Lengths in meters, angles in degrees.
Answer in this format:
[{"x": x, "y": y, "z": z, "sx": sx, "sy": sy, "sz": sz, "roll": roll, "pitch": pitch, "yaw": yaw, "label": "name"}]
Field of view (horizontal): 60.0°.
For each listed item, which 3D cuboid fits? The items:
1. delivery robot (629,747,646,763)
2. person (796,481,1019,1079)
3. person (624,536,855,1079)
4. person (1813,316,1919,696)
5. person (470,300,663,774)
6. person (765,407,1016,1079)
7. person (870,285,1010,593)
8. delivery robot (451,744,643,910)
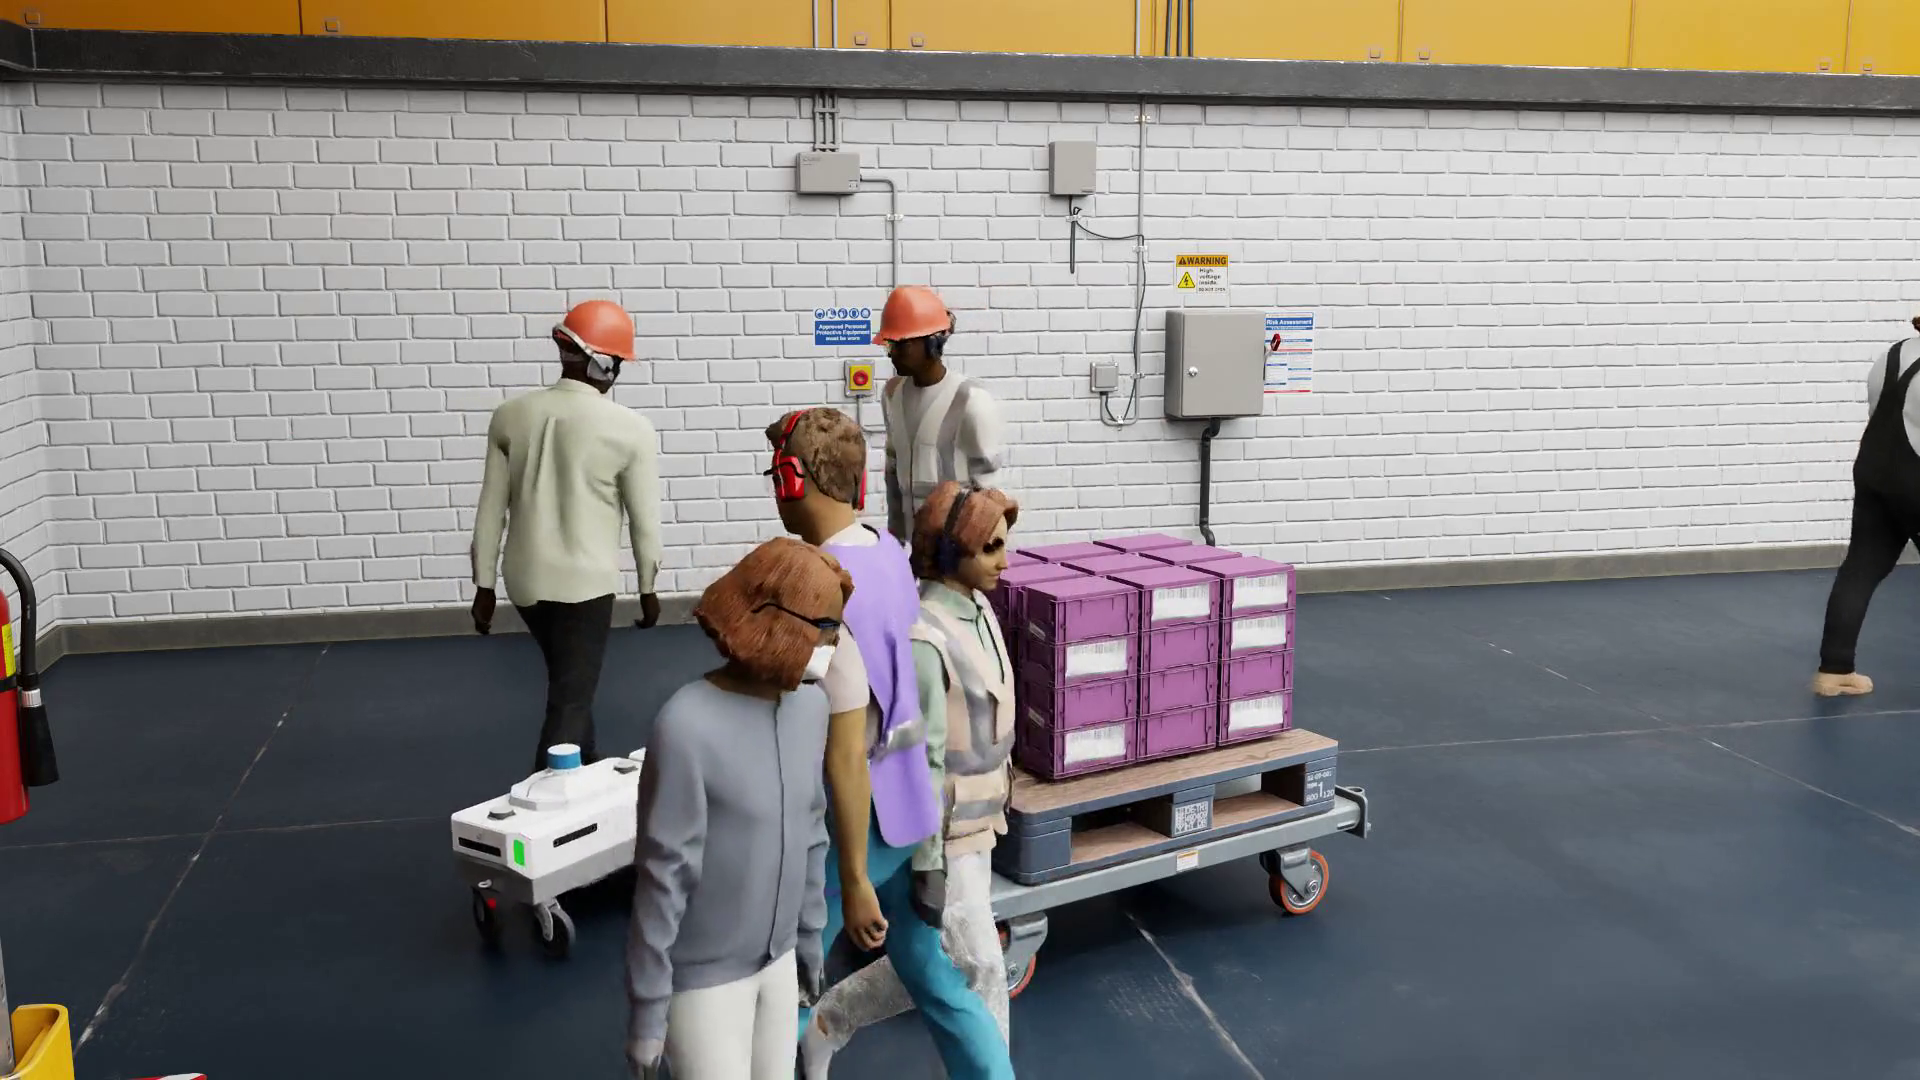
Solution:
[{"x": -0.810, "y": 0.776, "z": 5.789, "sx": 0.477, "sy": 0.478, "sz": 0.707, "roll": 7, "pitch": 12, "yaw": 33, "label": "delivery robot"}, {"x": -0.093, "y": 0.658, "z": 3.786, "sx": 0.644, "sy": 1.614, "sz": 0.524, "roll": 3, "pitch": 11, "yaw": 14, "label": "person"}, {"x": -0.450, "y": 0.787, "z": 3.034, "sx": 0.454, "sy": 1.610, "sz": 0.566, "roll": 6, "pitch": 12, "yaw": 29, "label": "person"}, {"x": 4.508, "y": -0.259, "z": 7.664, "sx": 1.039, "sy": 2.000, "sz": 0.703, "roll": -2, "pitch": 10, "yaw": -11, "label": "person"}, {"x": -1.350, "y": 0.149, "z": 5.720, "sx": 0.607, "sy": 1.935, "sz": 0.930, "roll": 4, "pitch": 11, "yaw": 21, "label": "person"}, {"x": -0.265, "y": 0.608, "z": 3.592, "sx": 0.981, "sy": 1.778, "sz": 0.564, "roll": 2, "pitch": 10, "yaw": 12, "label": "person"}, {"x": -0.010, "y": -0.034, "z": 6.610, "sx": 1.101, "sy": 1.978, "sz": 0.634, "roll": -8, "pitch": 13, "yaw": -39, "label": "person"}, {"x": -1.229, "y": 0.883, "z": 5.197, "sx": 0.477, "sy": 0.478, "sz": 0.707, "roll": 7, "pitch": 12, "yaw": 33, "label": "delivery robot"}]
